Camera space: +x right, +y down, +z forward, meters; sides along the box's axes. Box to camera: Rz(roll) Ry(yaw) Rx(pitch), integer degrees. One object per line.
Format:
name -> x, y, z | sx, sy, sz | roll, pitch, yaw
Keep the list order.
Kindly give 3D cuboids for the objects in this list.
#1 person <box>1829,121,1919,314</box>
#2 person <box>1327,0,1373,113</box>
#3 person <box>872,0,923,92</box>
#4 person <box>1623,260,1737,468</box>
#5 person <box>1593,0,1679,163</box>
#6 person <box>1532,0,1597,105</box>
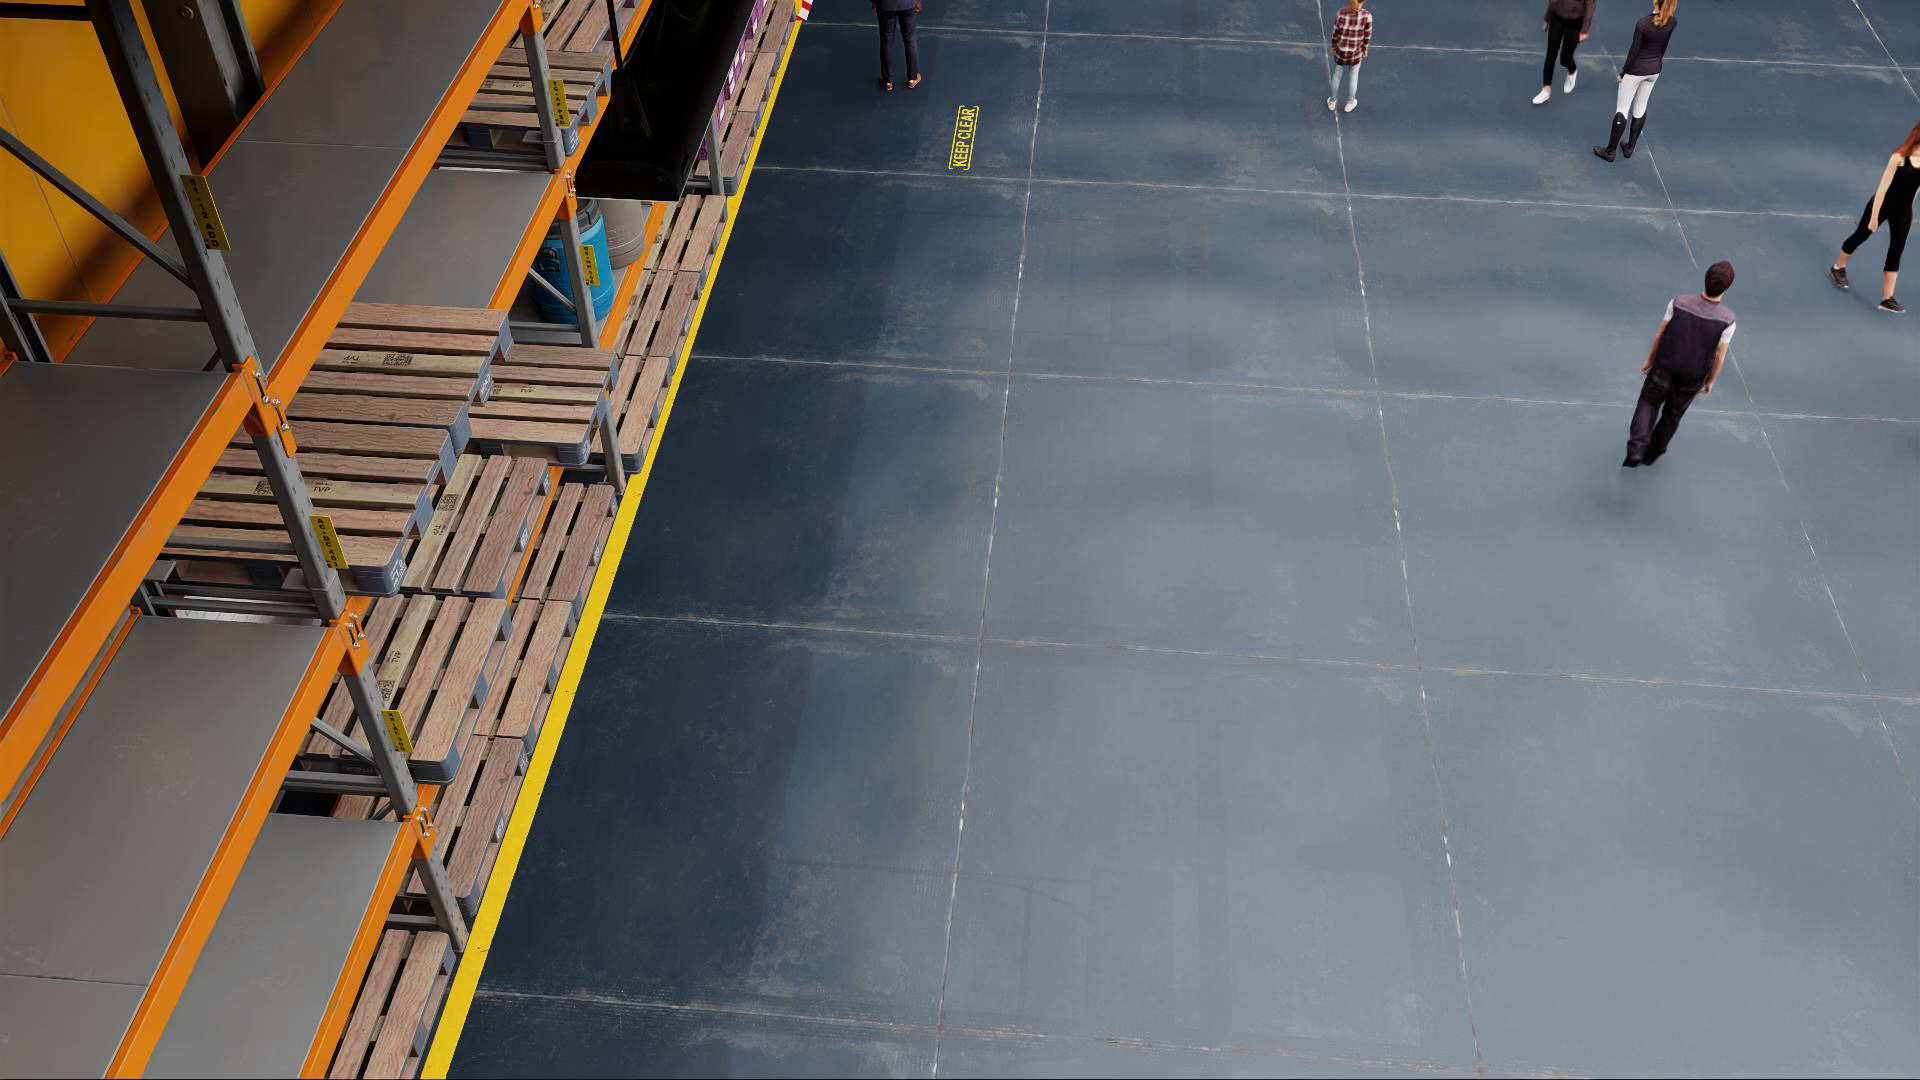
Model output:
person -> 7.760, -2.819, 13.980 | 0.717, 1.690, 1.122 | -4, 44, -5
person -> 3.841, -4.849, 16.389 | 0.572, 1.306, 0.579 | 12, 45, 13
person -> -0.626, -5.358, 16.547 | 0.726, 1.824, 0.655 | -3, 44, -3
person -> 5.251, -1.210, 12.182 | 0.881, 1.840, 0.988 | 23, 48, 23
person -> 6.368, -4.362, 15.570 | 0.637, 1.729, 0.657 | -12, 45, -12
person -> 6.036, -5.123, 16.395 | 0.899, 1.695, 0.834 | -32, 52, -29
